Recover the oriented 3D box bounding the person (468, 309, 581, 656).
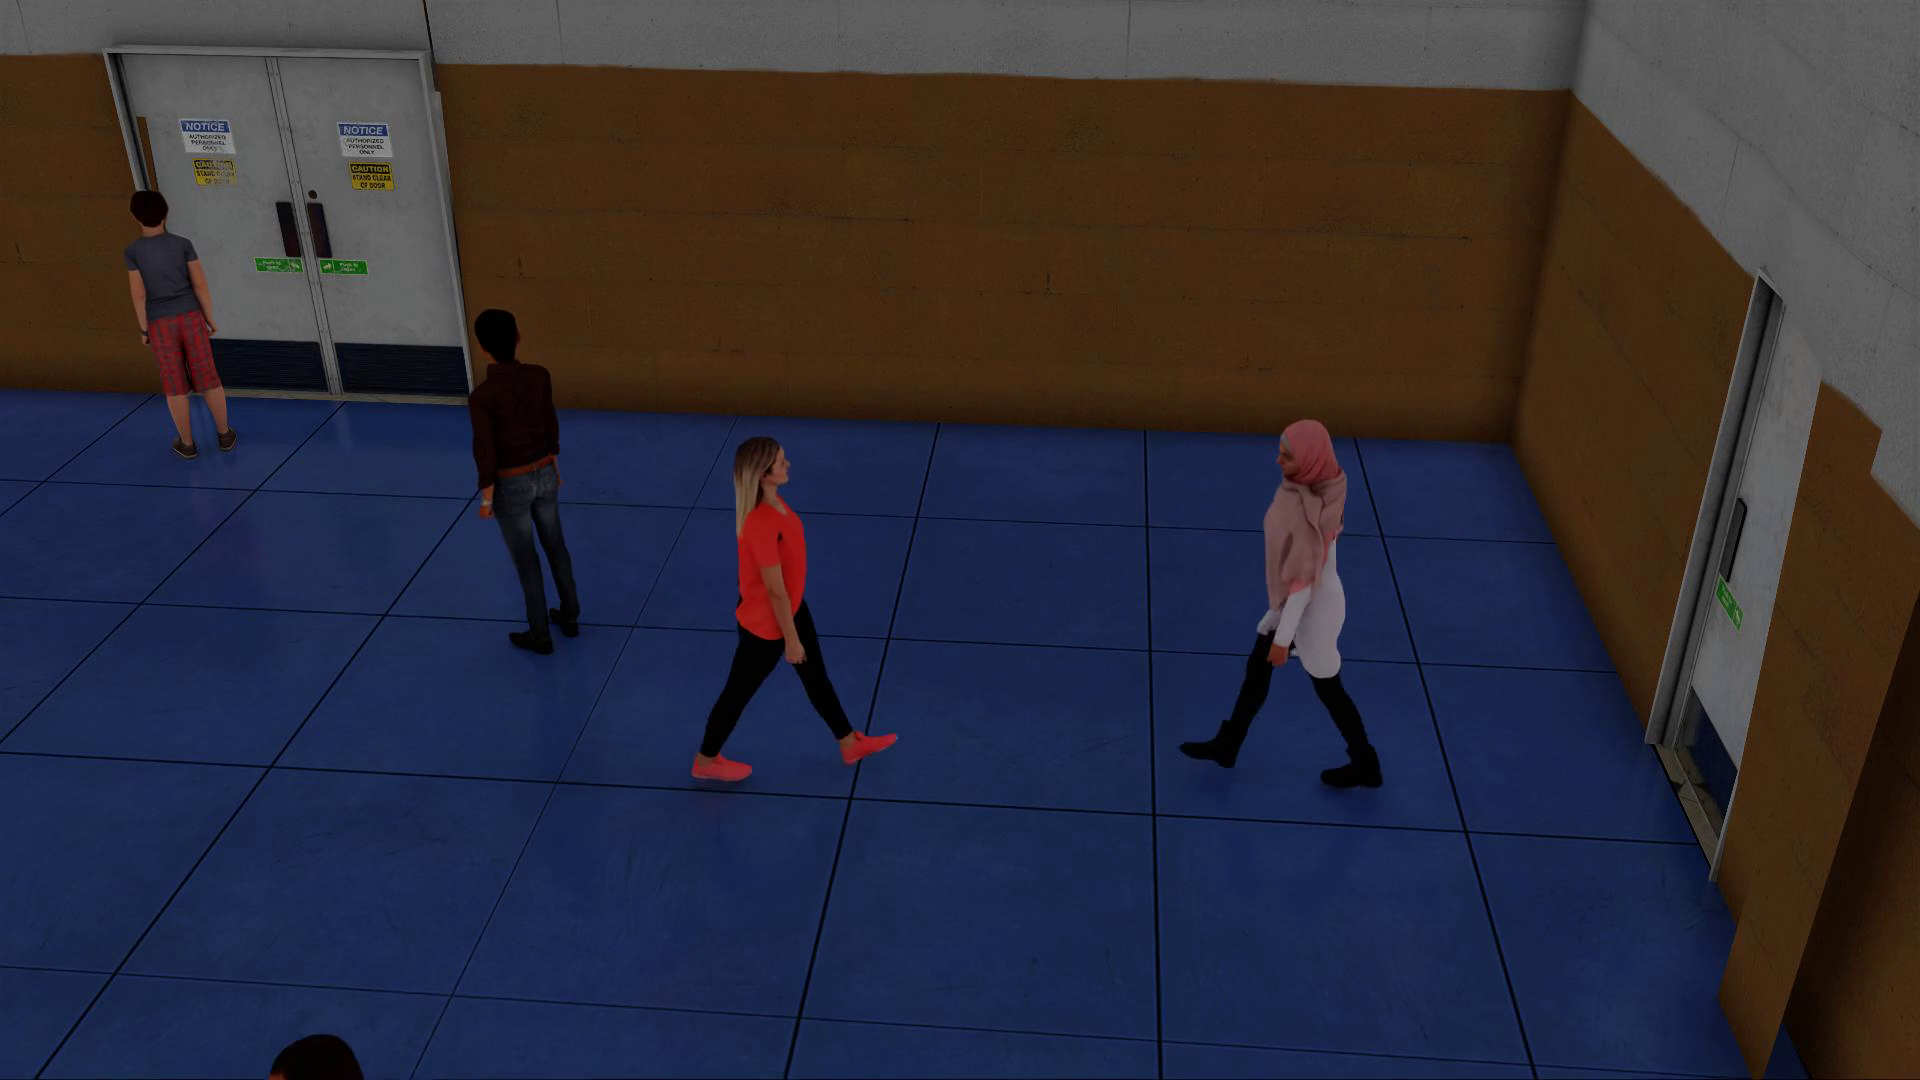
[{"bbox_3d":[-2.108,-0.274,8.078,0.772,1.778,0.654,21,35,33],"label":"person"}]

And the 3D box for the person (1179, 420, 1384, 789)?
[{"bbox_3d":[1.565,0.329,6.998,0.767,1.754,1.076,7,29,13],"label":"person"}]

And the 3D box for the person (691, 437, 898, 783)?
[{"bbox_3d":[-0.895,0.364,7.050,0.808,1.644,1.127,-2,29,-4],"label":"person"}]

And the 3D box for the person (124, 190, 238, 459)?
[{"bbox_3d":[-4.748,-1.301,10.079,0.667,1.651,0.698,-16,32,-26],"label":"person"}]
